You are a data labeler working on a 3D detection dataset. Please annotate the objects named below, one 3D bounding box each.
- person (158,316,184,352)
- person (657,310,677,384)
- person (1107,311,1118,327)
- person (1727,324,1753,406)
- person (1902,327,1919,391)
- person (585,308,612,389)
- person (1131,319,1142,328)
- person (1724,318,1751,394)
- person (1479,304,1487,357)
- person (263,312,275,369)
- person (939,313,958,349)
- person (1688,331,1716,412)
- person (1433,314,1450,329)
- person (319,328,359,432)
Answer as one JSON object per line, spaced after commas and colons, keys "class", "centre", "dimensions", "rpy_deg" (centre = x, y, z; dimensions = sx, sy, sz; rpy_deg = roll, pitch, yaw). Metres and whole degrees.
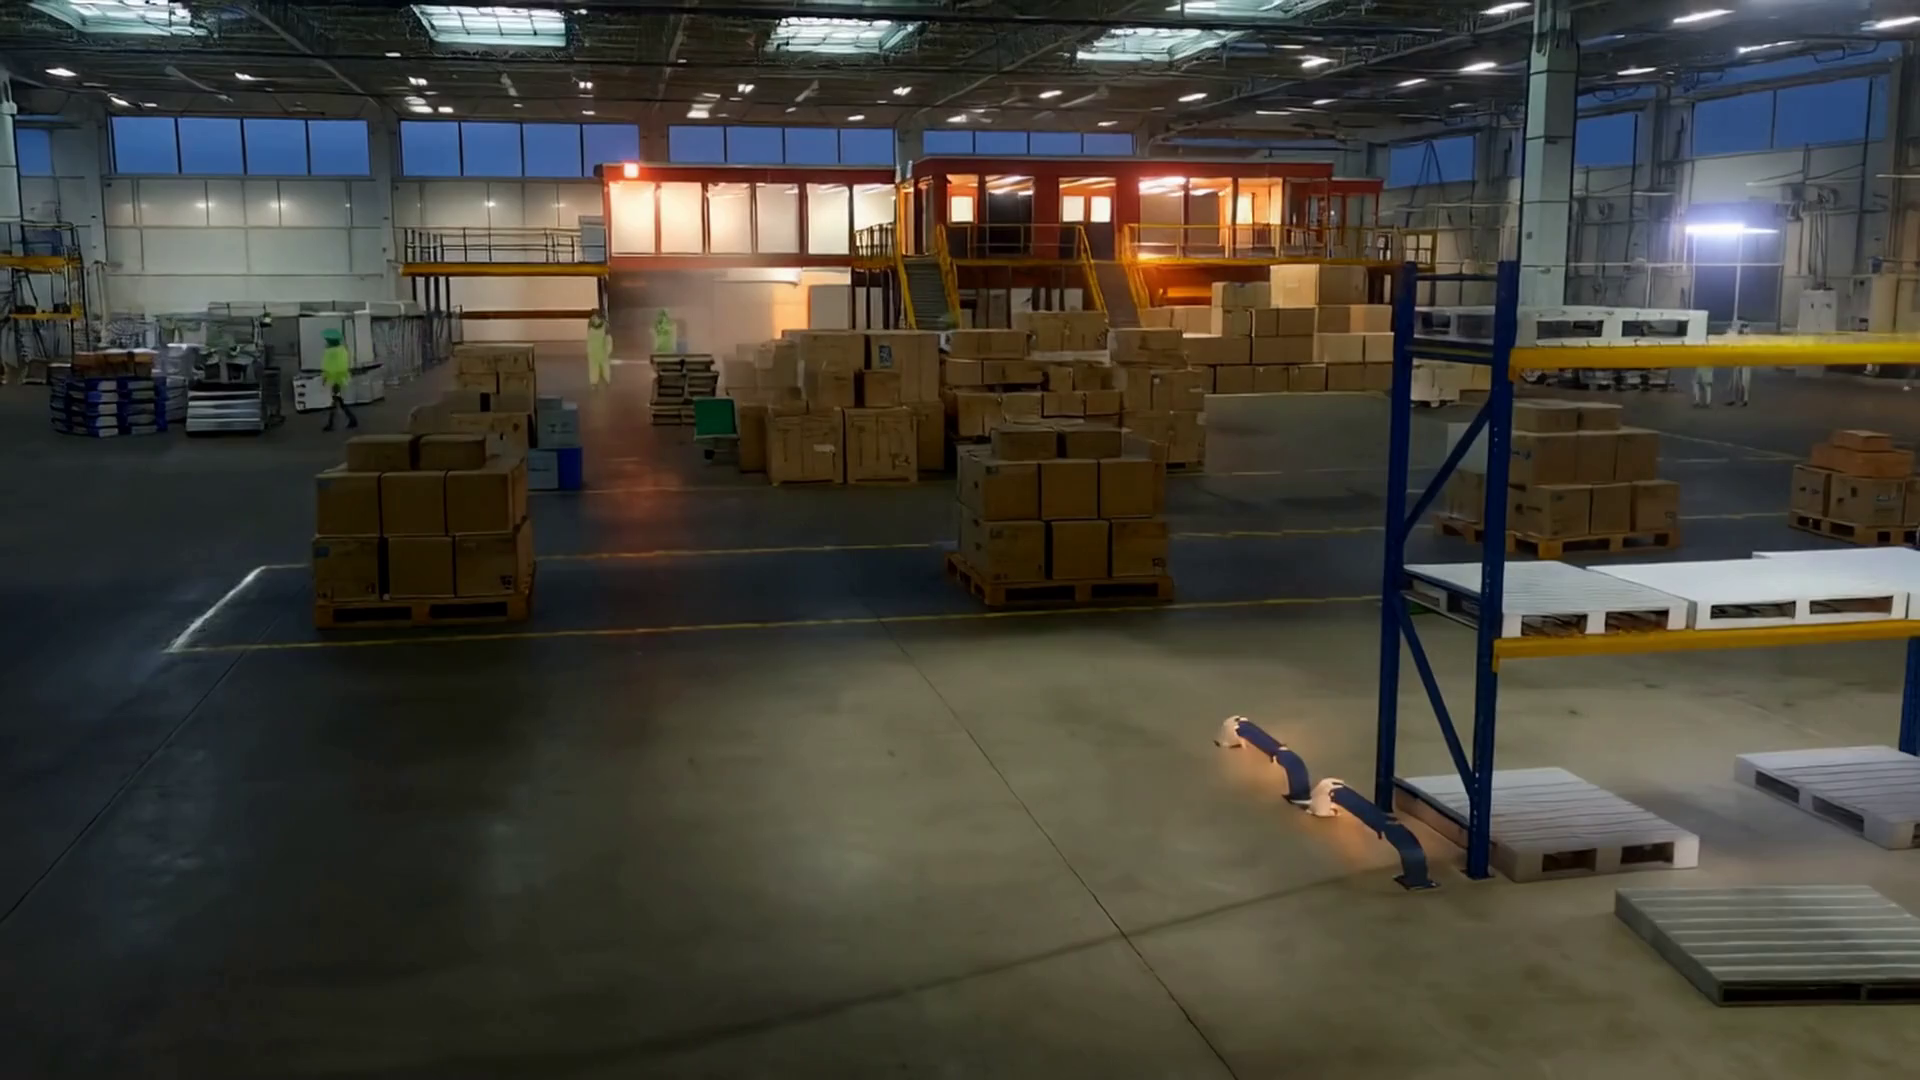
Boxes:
{"class": "person", "centre": [-18.896, -4.441, 39.888], "dimensions": [0.593, 1.838, 0.976], "rpy_deg": [-2, 9, -10]}
{"class": "person", "centre": [-7.494, -4.910, 42.448], "dimensions": [0.586, 1.928, 0.369], "rpy_deg": [4, 10, 24]}
{"class": "person", "centre": [3.967, -4.953, 42.819], "dimensions": [0.616, 1.888, 0.649], "rpy_deg": [-1, 9, -9]}
{"class": "person", "centre": [17.019, -3.804, 36.208], "dimensions": [0.328, 1.765, 0.532], "rpy_deg": [-6, 11, -33]}
{"class": "person", "centre": [23.102, -4.484, 39.906], "dimensions": [0.597, 1.905, 0.791], "rpy_deg": [-3, 10, -16]}
{"class": "person", "centre": [-8.970, -4.785, 41.340], "dimensions": [0.685, 2.000, 0.884], "rpy_deg": [0, 9, 1]}
{"class": "person", "centre": [3.876, -3.918, 36.580], "dimensions": [0.531, 1.870, 0.318], "rpy_deg": [0, 9, -3]}
{"class": "person", "centre": [18.426, -4.375, 39.599], "dimensions": [0.973, 1.787, 0.647], "rpy_deg": [-9, 13, -42]}
{"class": "person", "centre": [14.302, -5.469, 45.649], "dimensions": [0.395, 1.993, 0.614], "rpy_deg": [0, 9, -1]}
{"class": "person", "centre": [-19.058, -5.404, 45.949], "dimensions": [0.318, 1.769, 0.522], "rpy_deg": [-9, 13, -44]}
{"class": "person", "centre": [-0.175, -3.816, 35.453], "dimensions": [0.616, 2.029, 0.569], "rpy_deg": [-7, 12, -37]}
{"class": "person", "centre": [15.417, -3.491, 34.519], "dimensions": [0.567, 1.677, 0.553], "rpy_deg": [-4, 10, -22]}
{"class": "person", "centre": [13.120, -5.426, 45.551], "dimensions": [0.633, 1.941, 0.465], "rpy_deg": [9, 13, 44]}
{"class": "person", "centre": [-11.453, -2.950, 30.594], "dimensions": [0.552, 1.898, 0.983], "rpy_deg": [4, 10, 25]}
